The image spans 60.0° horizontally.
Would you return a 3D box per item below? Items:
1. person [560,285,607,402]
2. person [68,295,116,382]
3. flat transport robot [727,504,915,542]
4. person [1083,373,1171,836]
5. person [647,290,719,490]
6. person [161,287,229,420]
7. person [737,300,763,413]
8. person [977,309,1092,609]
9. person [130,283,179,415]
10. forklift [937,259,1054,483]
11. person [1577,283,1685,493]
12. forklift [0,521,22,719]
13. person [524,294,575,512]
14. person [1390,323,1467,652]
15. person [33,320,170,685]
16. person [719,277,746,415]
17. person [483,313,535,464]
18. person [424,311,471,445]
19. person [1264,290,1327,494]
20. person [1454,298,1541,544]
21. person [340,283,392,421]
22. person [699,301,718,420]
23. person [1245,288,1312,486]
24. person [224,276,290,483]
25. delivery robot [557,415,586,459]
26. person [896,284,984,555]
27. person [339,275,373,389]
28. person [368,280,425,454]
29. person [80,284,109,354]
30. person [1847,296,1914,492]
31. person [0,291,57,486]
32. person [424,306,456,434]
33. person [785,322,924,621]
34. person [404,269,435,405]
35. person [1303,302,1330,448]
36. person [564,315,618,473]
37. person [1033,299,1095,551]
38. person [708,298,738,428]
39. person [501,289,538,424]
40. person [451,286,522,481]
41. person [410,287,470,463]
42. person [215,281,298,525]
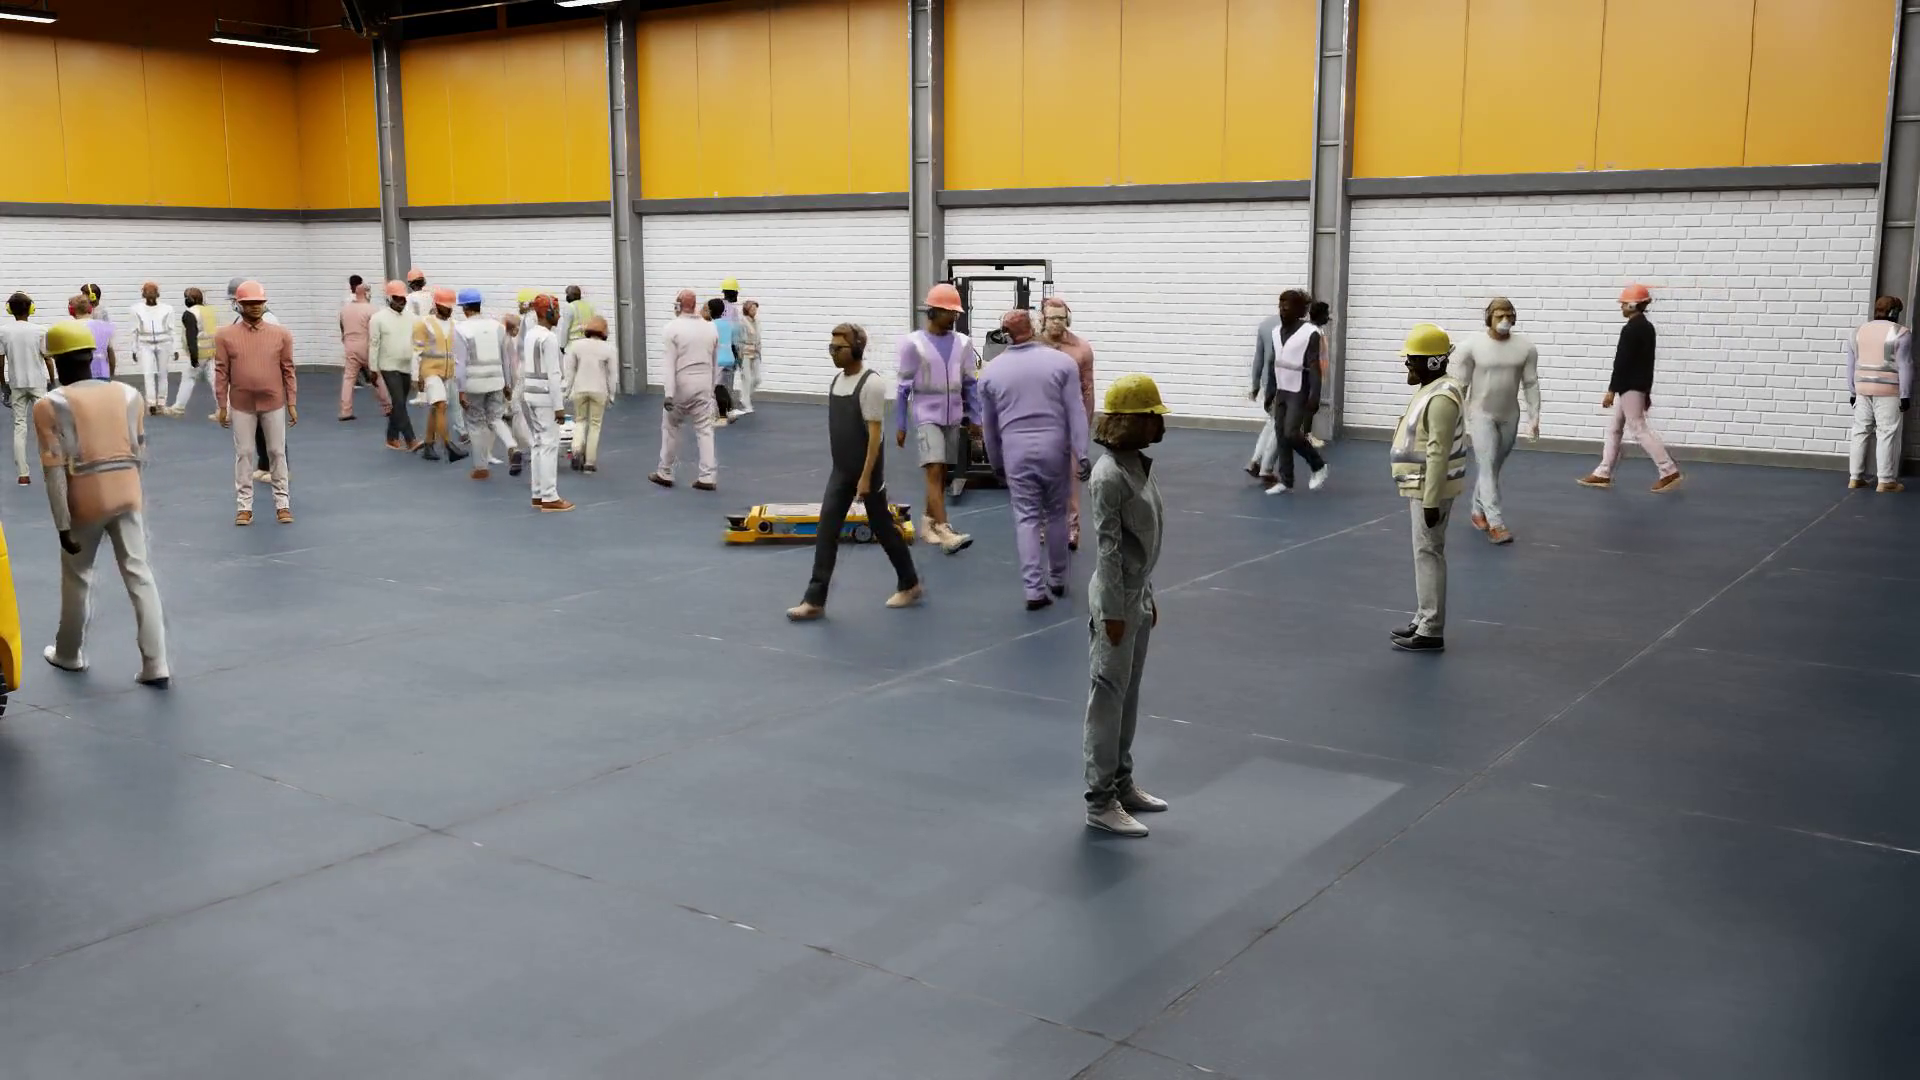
[{"bbox_3d":[-5.765,-2.978,25.332,0.906,1.805,0.617,3,10,16],"label":"person"},{"bbox_3d":[-9.452,-1.759,18.084,0.586,1.797,0.981,-8,13,-41],"label":"person"},{"bbox_3d":[-1.086,-0.146,12.991,1.431,0.197,0.652,-1,10,-5],"label":"flat transport robot"},{"bbox_3d":[0.645,0.235,6.351,0.294,1.744,0.486,4,10,21],"label":"person"},{"bbox_3d":[-2.640,-1.424,15.825,0.680,1.868,0.894,-9,13,-42],"label":"person"},{"bbox_3d":[-10.393,-2.516,22.572,0.948,1.791,0.659,2,10,10],"label":"person"},{"bbox_3d":[-3.012,-2.610,23.663,0.444,1.615,0.529,6,11,33],"label":"person"},{"bbox_3d":[0.475,-0.524,10.537,0.722,1.855,0.826,1,10,4],"label":"person"},{"bbox_3d":[-11.276,-2.665,23.308,0.606,1.841,0.924,-5,11,-26],"label":"person"},{"bbox_3d":[0.370,-1.738,16.759,1.214,2.155,2.313,1,10,3],"label":"forklift"},{"bbox_3d":[6.376,-1.424,15.617,0.983,1.961,0.610,7,12,36],"label":"person"},{"bbox_3d":[-5.296,-0.090,6.943,1.214,2.155,2.313,7,12,35],"label":"forklift"},{"bbox_3d":[-3.581,-1.183,14.396,0.354,1.880,0.578,-6,11,-31],"label":"person"},{"bbox_3d":[2.590,-0.288,9.237,0.403,1.825,0.595,2,10,12],"label":"person"},{"bbox_3d":[-4.426,-0.190,8.533,1.029,1.863,0.583,7,12,38],"label":"person"},{"bbox_3d":[-3.248,-2.723,23.413,0.378,1.928,0.585,-4,10,-22],"label":"person"},{"bbox_3d":[-4.772,-1.606,17.721,0.827,1.594,0.537,-5,11,-28],"label":"person"},{"bbox_3d":[-6.038,-1.893,19.474,0.859,1.593,0.516,9,13,43],"label":"person"},{"bbox_3d":[3.108,-1.359,15.382,0.497,1.898,0.587,-5,11,-27],"label":"person"},{"bbox_3d":[4.175,-0.944,12.981,0.647,1.884,1.067,-1,10,-4],"label":"person"},{"bbox_3d":[-8.150,-2.576,22.795,0.643,1.846,1.016,3,10,19],"label":"person"},{"bbox_3d":[-3.377,-2.439,22.653,0.666,1.606,0.514,7,12,37],"label":"person"},{"bbox_3d":[3.099,-1.447,15.888,0.454,1.899,0.675,-8,13,-41],"label":"person"},{"bbox_3d":[-6.898,-1.579,16.266,0.539,2.000,0.701,-9,13,-44],"label":"person"},{"bbox_3d":[-4.085,-1.058,17.301,0.477,0.478,0.707,-3,10,-16],"label":"delivery robot"},{"bbox_3d":[-0.118,-0.898,12.390,0.613,1.993,0.985,-6,11,-31],"label":"person"},{"bbox_3d":[-10.226,-3.556,28.421,0.614,1.918,0.968,3,10,18],"label":"person"},{"bbox_3d":[-6.298,-1.948,18.777,1.036,1.935,0.637,7,12,38],"label":"person"},{"bbox_3d":[-11.374,-2.442,21.962,0.328,1.856,0.520,-5,11,-27],"label":"person"},{"bbox_3d":[8.663,-1.373,15.654,0.429,1.838,0.621,-5,11,-27],"label":"person"},{"bbox_3d":[-8.980,-1.456,16.039,0.514,1.874,0.328,-3,10,-15],"label":"person"},{"bbox_3d":[-6.559,-2.171,21.072,0.512,1.606,0.769,-1,10,-6],"label":"person"},{"bbox_3d":[-0.602,-0.425,10.137,0.972,1.803,0.517,-9,13,-44],"label":"person"},{"bbox_3d":[-8.127,-3.047,25.008,0.382,2.040,0.615,5,11,28],"label":"person"},{"bbox_3d":[4.127,-1.919,19.335,0.320,1.694,0.532,2,10,11],"label":"person"},{"bbox_3d":[-3.756,-1.485,16.985,0.549,1.603,0.384,1,10,4],"label":"person"},{"bbox_3d":[0.680,-0.860,12.483,0.663,1.872,0.791,1,10,4],"label":"person"},{"bbox_3d":[-3.121,-2.288,21.551,0.369,1.679,0.546,6,11,32],"label":"person"},{"bbox_3d":[-5.725,-2.414,21.981,0.925,1.783,0.590,0,10,2],"label":"person"},{"bbox_3d":[-4.609,-1.506,16.193,0.656,1.921,0.627,9,13,42],"label":"person"},{"bbox_3d":[-5.534,-1.764,17.863,0.950,1.870,0.591,6,11,32],"label":"person"},{"bbox_3d":[-5.774,-1.121,13.667,0.622,1.997,0.371,-4,10,-22],"label":"person"}]
